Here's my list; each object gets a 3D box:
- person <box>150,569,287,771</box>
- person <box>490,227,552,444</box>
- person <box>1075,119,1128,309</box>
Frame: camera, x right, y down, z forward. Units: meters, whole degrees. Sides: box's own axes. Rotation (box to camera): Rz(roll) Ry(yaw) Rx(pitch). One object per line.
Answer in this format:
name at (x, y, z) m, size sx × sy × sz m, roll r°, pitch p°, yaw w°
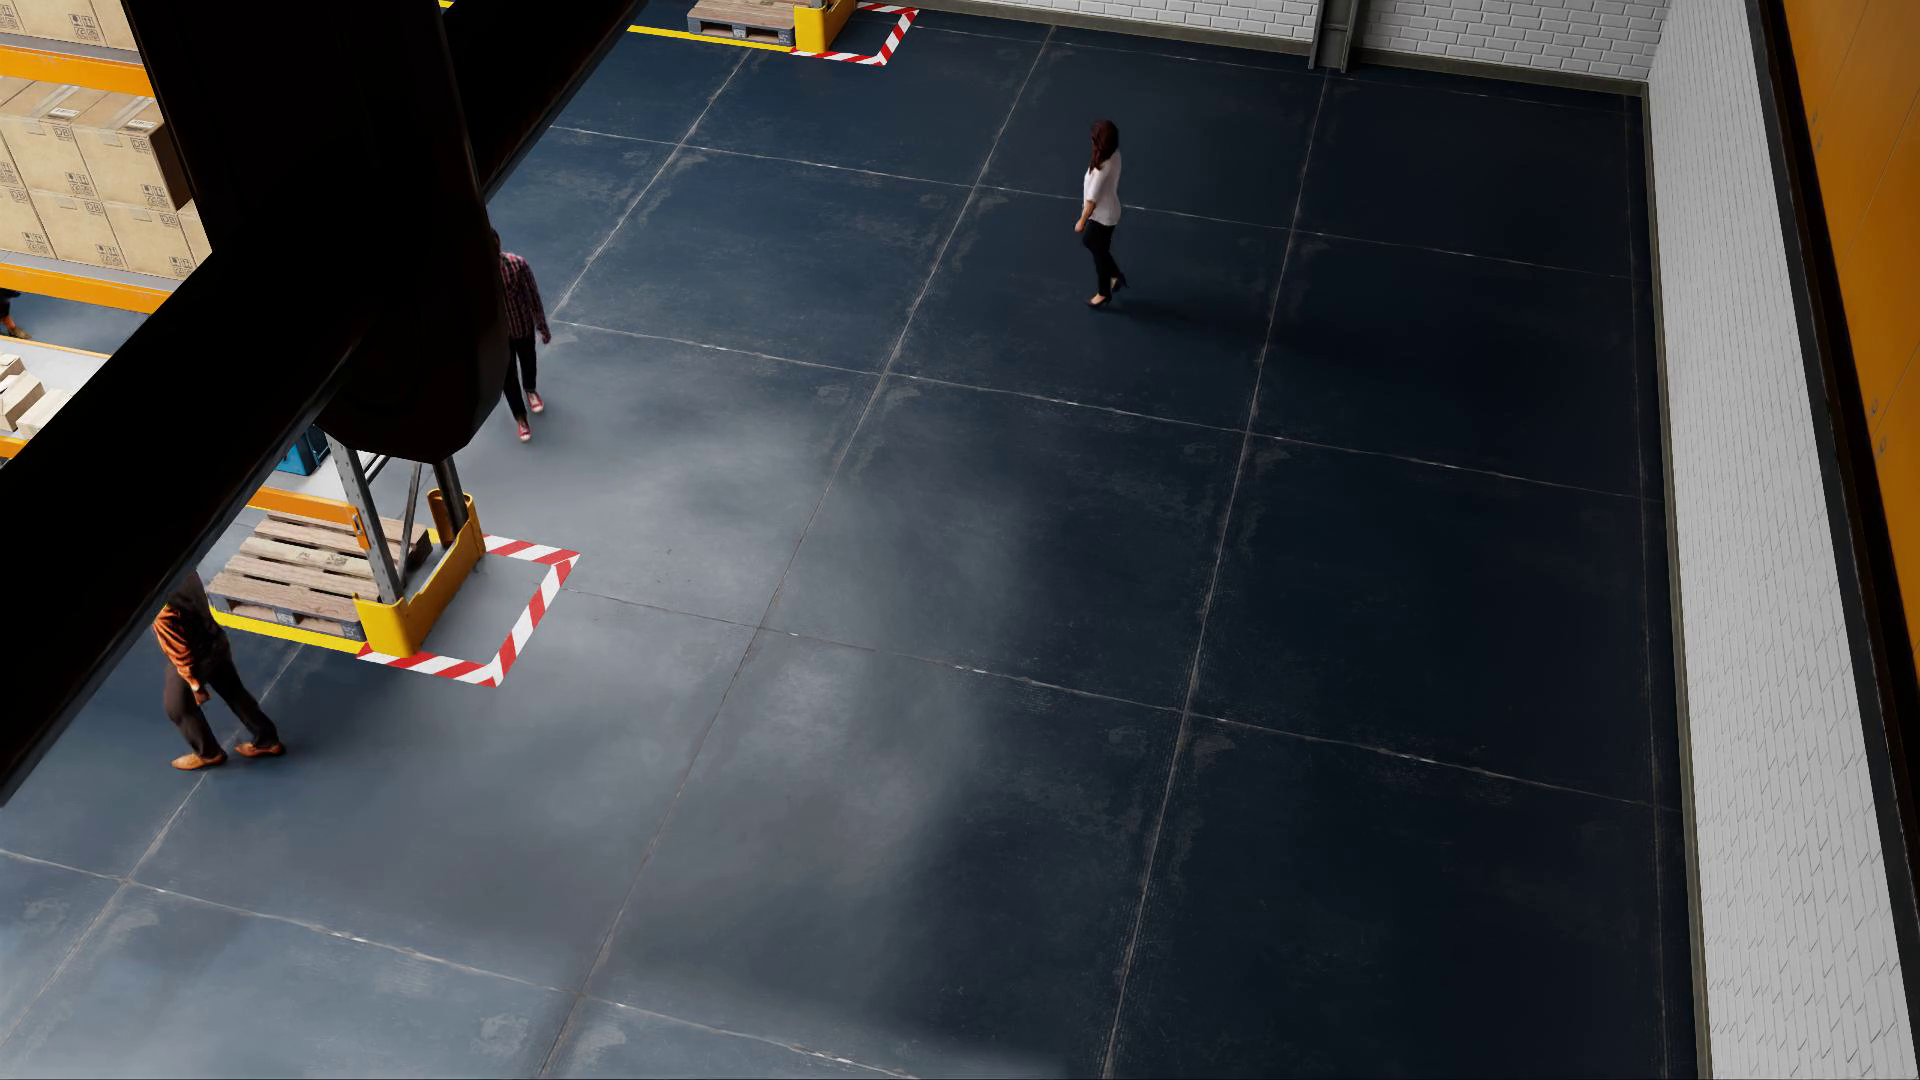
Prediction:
person at (-4.551, 0.703, 10.173) m, size 1.001 × 1.882 × 0.842 m, roll -3°, pitch 44°, yaw -3°
person at (-3.472, -1.692, 12.792) m, size 1.011 × 1.737 × 1.049 m, roll -18°, pitch 46°, yaw -18°
person at (1.275, -2.646, 13.760) m, size 0.678 × 1.782 × 0.616 m, roll 10°, pitch 44°, yaw 10°
